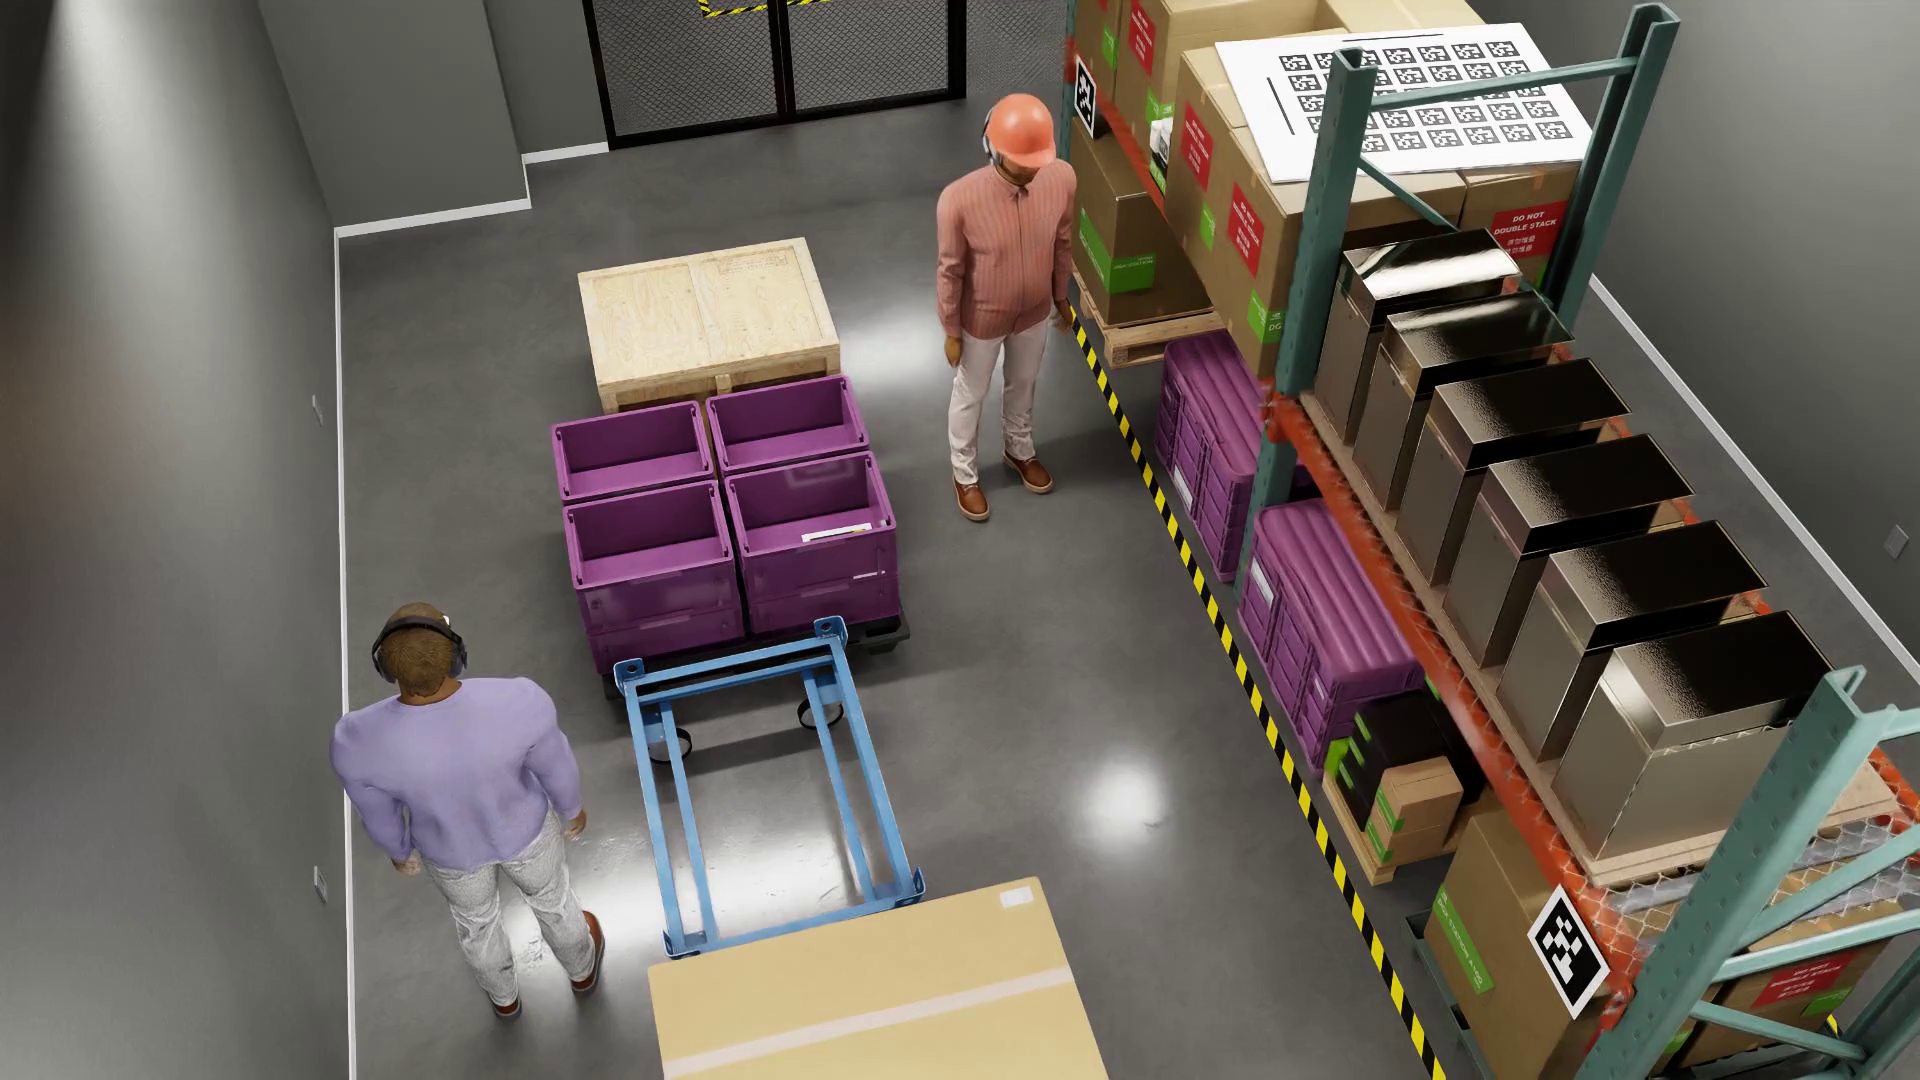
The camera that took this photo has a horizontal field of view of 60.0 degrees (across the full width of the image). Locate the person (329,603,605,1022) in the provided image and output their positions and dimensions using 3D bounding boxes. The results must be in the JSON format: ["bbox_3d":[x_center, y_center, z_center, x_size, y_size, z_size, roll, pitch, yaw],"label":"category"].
[{"bbox_3d":[-1.455,0.869,5.088,0.635,1.939,0.366,-13,49,-12],"label":"person"}]

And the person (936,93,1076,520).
[{"bbox_3d":[0.193,-0.921,6.696,0.610,1.993,0.392,-21,51,-18],"label":"person"}]
